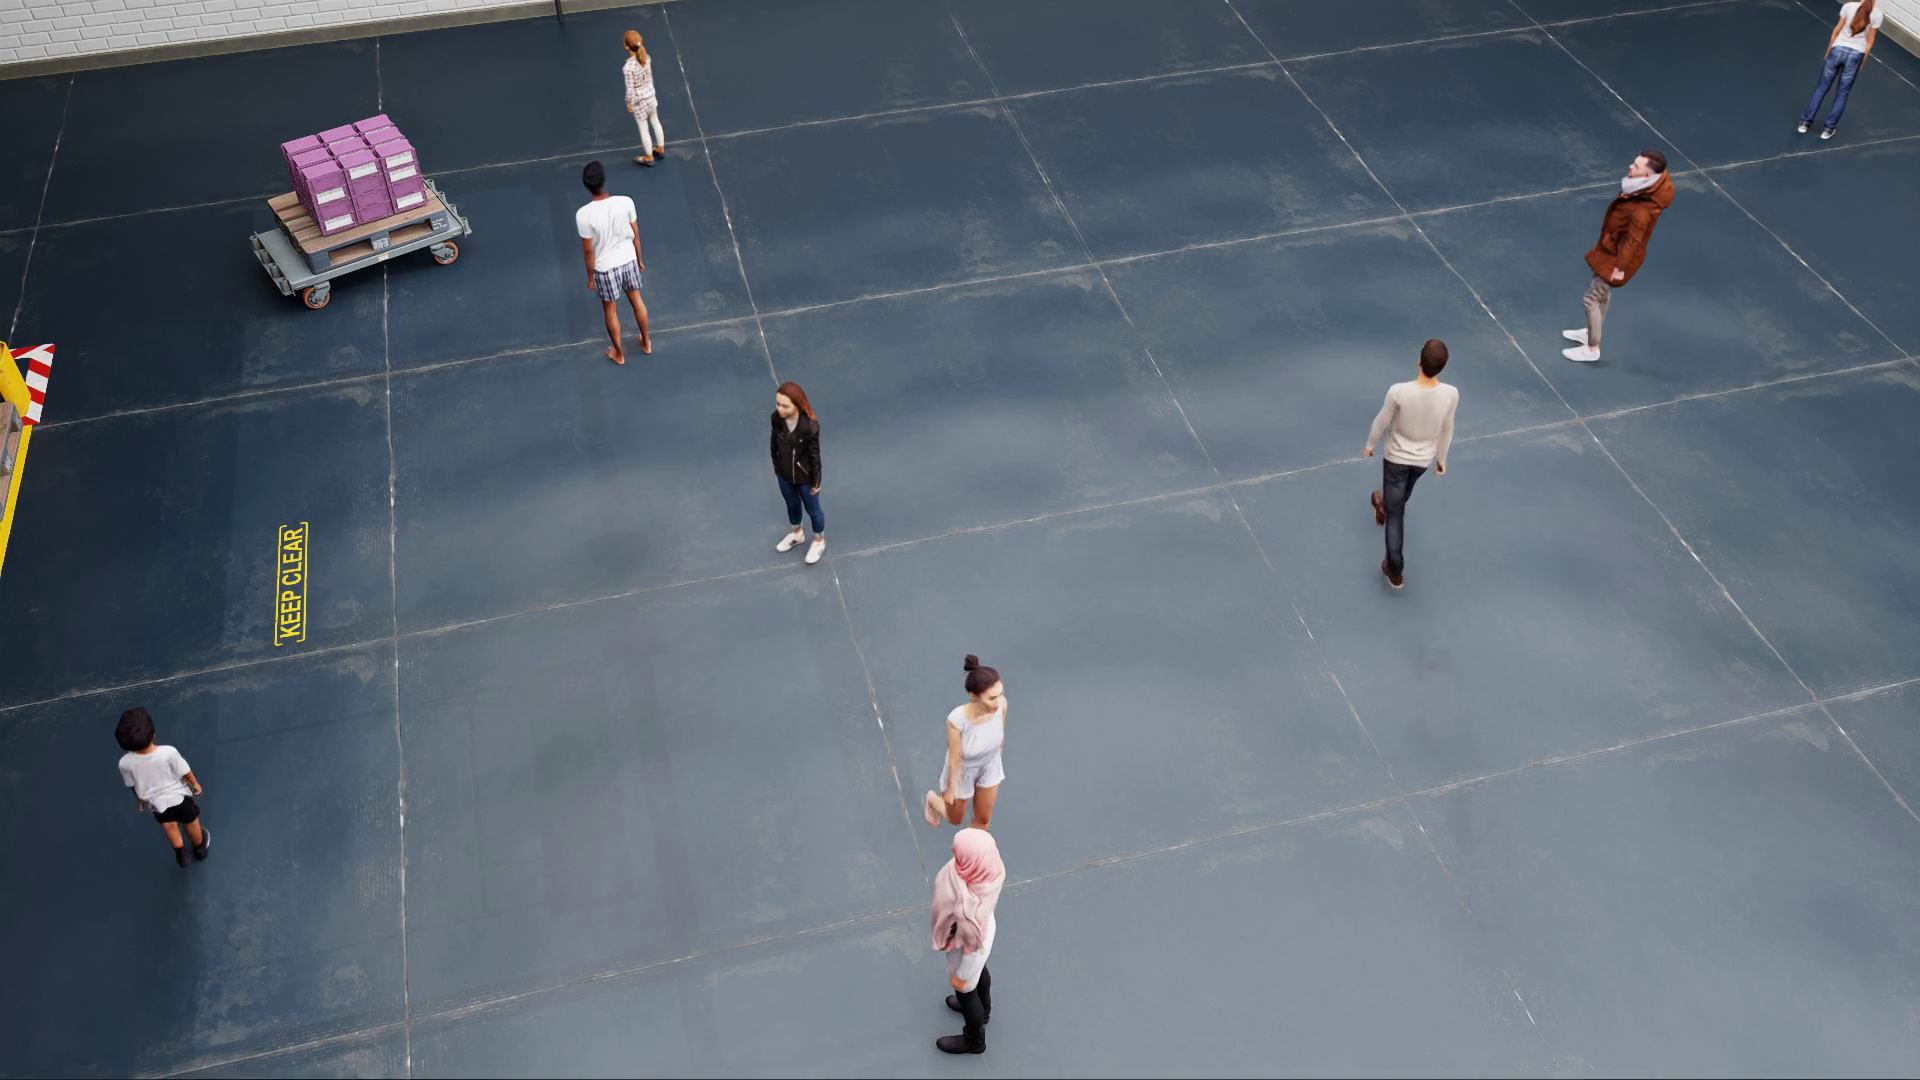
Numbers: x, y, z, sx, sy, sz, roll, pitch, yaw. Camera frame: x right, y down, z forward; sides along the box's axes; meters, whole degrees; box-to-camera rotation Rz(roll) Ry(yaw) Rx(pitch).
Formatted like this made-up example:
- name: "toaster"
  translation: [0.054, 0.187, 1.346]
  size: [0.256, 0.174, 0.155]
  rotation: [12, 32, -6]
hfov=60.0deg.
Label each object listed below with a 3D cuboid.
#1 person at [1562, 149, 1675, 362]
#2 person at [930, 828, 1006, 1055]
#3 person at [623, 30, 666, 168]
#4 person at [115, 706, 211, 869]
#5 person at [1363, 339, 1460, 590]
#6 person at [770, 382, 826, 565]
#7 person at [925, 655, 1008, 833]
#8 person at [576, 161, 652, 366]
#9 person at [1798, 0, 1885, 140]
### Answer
- name: "person"
  translation: [5.185, -2.216, 12.952]
  size: [0.946, 1.834, 0.878]
  rotation: [18, 46, 18]
- name: "person"
  translation: [0.051, 2.046, 8.500]
  size: [0.795, 1.804, 0.690]
  rotation: [9, 44, 9]
- name: "person"
  translation: [-2.917, -4.065, 15.272]
  size: [0.662, 1.311, 0.610]
  rotation: [24, 49, 23]
- name: "person"
  translation: [-4.549, 1.470, 9.506]
  size: [0.508, 1.251, 0.583]
  rotation: [-14, 45, -14]
- name: "person"
  translation: [3.011, -0.481, 11.141]
  size: [0.851, 1.820, 1.243]
  rotation: [-1, 44, -1]
- name: "person"
  translation: [-1.104, -0.485, 11.390]
  size: [0.632, 1.482, 0.689]
  rotation: [21, 47, 21]
- name: "person"
  translation: [0.026, 1.248, 9.485]
  size: [0.740, 1.602, 0.879]
  rotation: [-21, 48, -21]
- name: "person"
  translation: [-2.691, -2.141, 12.947]
  size: [0.676, 1.732, 0.620]
  rotation: [-22, 48, -21]
- name: "person"
  translation: [8.303, -4.541, 15.594]
  size: [0.605, 1.557, 0.676]
  rotation: [27, 50, 25]
